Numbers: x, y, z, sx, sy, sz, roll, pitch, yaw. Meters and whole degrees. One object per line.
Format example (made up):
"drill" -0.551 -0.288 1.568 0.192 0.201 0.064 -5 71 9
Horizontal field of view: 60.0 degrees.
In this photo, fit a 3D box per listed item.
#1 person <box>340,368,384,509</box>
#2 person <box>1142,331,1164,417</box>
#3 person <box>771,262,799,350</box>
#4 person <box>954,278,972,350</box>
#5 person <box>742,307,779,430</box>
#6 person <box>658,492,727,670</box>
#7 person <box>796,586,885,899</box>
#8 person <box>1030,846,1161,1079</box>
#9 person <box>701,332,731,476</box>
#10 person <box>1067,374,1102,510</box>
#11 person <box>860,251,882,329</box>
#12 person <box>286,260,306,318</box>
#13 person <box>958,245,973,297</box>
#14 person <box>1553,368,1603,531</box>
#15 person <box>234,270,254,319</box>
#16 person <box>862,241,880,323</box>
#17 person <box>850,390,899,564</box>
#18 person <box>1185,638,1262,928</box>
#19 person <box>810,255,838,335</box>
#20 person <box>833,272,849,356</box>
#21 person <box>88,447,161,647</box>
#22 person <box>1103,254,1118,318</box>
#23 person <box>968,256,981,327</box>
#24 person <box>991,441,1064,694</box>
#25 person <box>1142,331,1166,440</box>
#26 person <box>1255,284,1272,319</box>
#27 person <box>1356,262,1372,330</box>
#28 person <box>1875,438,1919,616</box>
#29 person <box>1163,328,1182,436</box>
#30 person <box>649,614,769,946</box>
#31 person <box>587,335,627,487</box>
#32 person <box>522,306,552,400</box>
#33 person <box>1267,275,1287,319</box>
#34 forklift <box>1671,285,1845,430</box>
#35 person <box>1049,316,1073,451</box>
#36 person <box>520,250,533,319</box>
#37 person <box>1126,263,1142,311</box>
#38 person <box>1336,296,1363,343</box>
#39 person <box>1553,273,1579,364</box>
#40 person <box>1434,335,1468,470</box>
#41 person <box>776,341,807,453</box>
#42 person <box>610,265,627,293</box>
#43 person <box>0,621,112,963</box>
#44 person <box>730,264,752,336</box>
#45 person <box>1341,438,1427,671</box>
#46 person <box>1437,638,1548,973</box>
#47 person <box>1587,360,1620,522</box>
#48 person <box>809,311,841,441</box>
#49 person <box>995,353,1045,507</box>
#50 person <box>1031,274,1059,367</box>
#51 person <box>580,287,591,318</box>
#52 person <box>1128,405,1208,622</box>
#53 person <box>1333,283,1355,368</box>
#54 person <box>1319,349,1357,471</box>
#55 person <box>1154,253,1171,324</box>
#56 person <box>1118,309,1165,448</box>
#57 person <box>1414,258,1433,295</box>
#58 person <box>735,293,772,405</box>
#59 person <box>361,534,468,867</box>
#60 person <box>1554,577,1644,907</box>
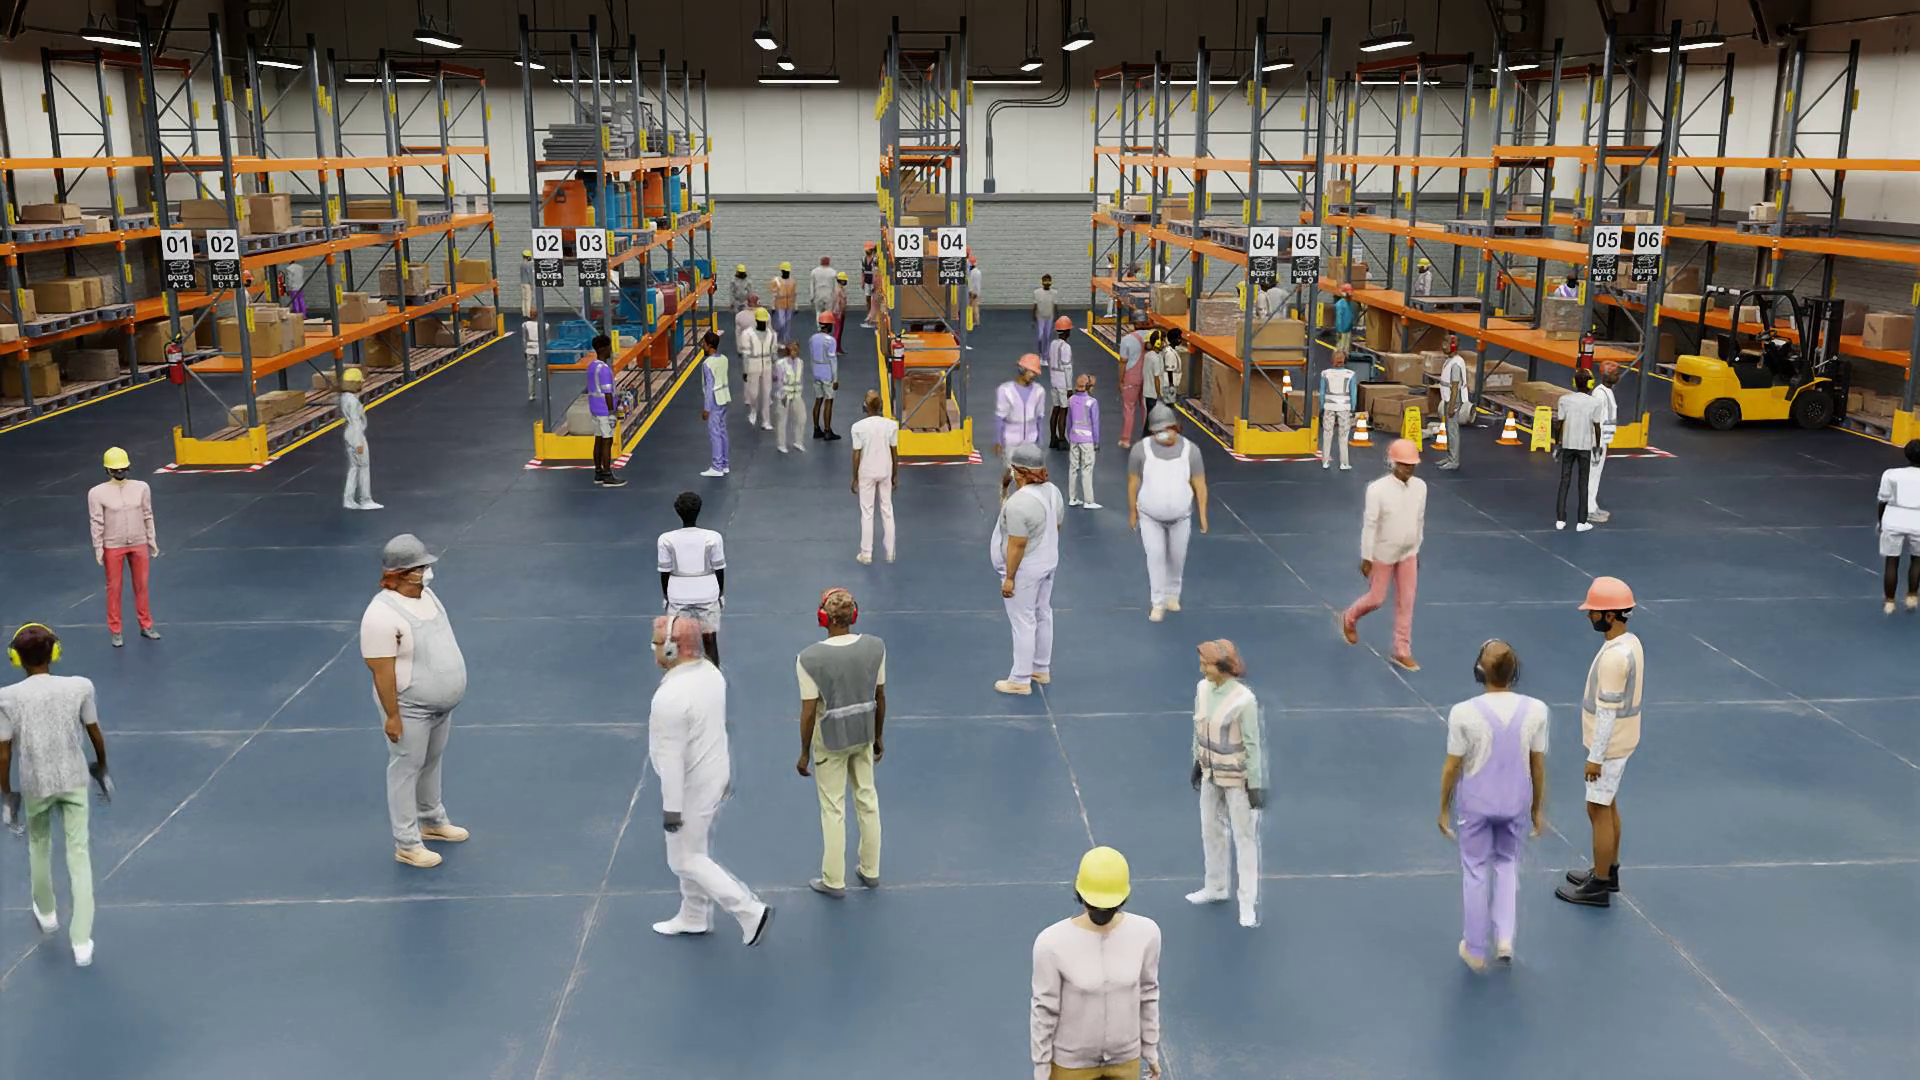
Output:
"person" -7.280 -1.208 20.050 0.477 1.736 0.502 -8 15 -30
"person" 2.747 -2.133 23.939 0.295 1.744 0.492 -4 14 -18
"person" -3.761 -5.051 35.939 0.605 1.907 0.513 -7 15 -29
"person" 0.048 -4.957 36.140 0.267 1.632 0.509 -9 16 -35
"person" -3.092 -2.667 25.839 0.592 1.908 0.464 -6 15 -24
"person" -2.095 0.456 13.073 0.533 1.698 0.318 -2 13 -8
"person" -0.679 1.185 9.664 0.564 1.846 0.391 -8 16 -32
"person" 0.530 1.997 6.399 0.531 1.765 0.327 -4 14 -15
"person" -3.265 -1.814 22.214 0.384 1.918 0.596 3 14 13
"person" 1.499 -1.191 20.175 0.312 1.639 0.512 -11 17 -39
"person" -2.042 -6.041 40.243 0.904 1.864 0.662 0 13 -1
"person" -16.623 -6.290 41.546 0.337 1.743 0.560 5 14 19
"person" 0.096 -6.078 40.067 0.462 2.028 0.612 -7 15 -27
"person" 7.059 -1.033 19.023 0.523 1.865 0.317 9 16 33
"person" -13.894 -4.253 32.405 0.406 1.989 0.622 -10 16 -35
"person" -2.238 -6.457 41.660 0.613 2.029 0.409 10 17 37
"person" -0.893 -0.648 17.461 0.525 1.846 0.436 -5 14 -20
"person" 1.520 1.358 9.424 0.329 1.625 0.575 -7 15 -28
"person" -3.095 -5.606 38.332 0.678 1.887 0.543 1 13 3
"person" -2.501 -4.768 35.082 0.351 1.759 0.523 2 13 9
"person" -7.337 0.052 14.638 0.326 1.767 0.533 13 18 43
"person" 3.913 -6.557 42.901 0.513 1.641 0.309 -12 18 -41
"person" 0.285 -6.055 40.571 0.356 1.735 0.589 -9 16 -33
"person" 0.502 0.211 13.373 0.537 2.000 0.682 8 16 31
"person" 2.692 -1.953 22.924 0.329 1.865 0.508 -3 14 -12
"person" 5.703 -4.010 31.240 0.369 2.048 0.607 2 13 7
"person" 9.685 -5.864 39.980 0.499 1.633 0.279 -9 16 -34
"person" 8.887 -0.133 15.618 0.538 1.677 0.631 8 15 30
"person" 3.158 -2.337 24.926 0.320 1.686 0.542 2 13 10
"person" -1.372 1.323 9.000 0.677 1.889 0.654 3 14 12
"person" -4.600 -1.675 21.522 0.362 1.965 0.612 -9 16 -33
"person" -7.318 -3.224 28.809 0.509 1.629 0.316 1 13 4
"person" 6.195 -4.377 33.097 0.598 1.910 0.432 -1 13 -3
"forklift" 12.503 -2.886 26.166 2.313 2.155 1.214 -1 13 -3
"person" 1.487 -2.264 24.066 0.340 1.942 0.551 -6 14 -23
"person" -11.045 -6.524 42.511 0.326 1.761 0.523 -10 17 -37
"person" 4.158 -5.910 40.210 0.398 1.619 0.508 12 18 41
"person" 8.728 -5.214 37.210 0.890 1.647 0.528 -9 16 -34
"person" 12.338 -4.491 33.736 0.621 1.838 0.429 -2 13 -8
"person" 6.714 -1.875 22.661 0.393 1.836 0.561 2 13 8
"person" -2.410 -2.031 23.778 0.509 1.621 0.582 -11 17 -40
"person" -7.807 -5.492 37.873 0.584 1.882 0.349 -12 18 -41
"person" -4.935 1.326 9.089 0.524 1.833 0.888 -7 15 -28
"person" -4.975 -5.417 37.878 0.488 1.734 0.475 -2 13 -10
"person" 3.611 0.078 14.109 0.631 1.970 0.818 -6 14 -22
"person" 2.792 1.404 8.766 0.543 1.833 0.397 0 13 -2
"person" 7.539 -1.170 19.562 0.360 1.883 0.574 7 15 27
"person" -2.002 -2.457 24.922 0.546 1.928 0.384 13 18 43
"person" 0.682 -1.198 19.431 0.636 1.998 0.651 -4 14 -16
"person" 1.720 -4.381 33.225 0.564 1.850 0.601 -1 13 -4
"person" -9.076 -6.043 40.455 0.314 1.767 0.534 -1 13 -3
"person" 1.938 -0.296 15.522 0.737 2.000 0.672 0 13 2
"person" 7.453 -4.087 32.202 0.332 1.753 0.565 10 17 36
"person" 5.126 -1.761 22.585 0.514 1.642 0.311 7 15 28
"person" 4.727 -5.849 39.410 0.600 1.877 0.455 10 17 37
"person" 2.611 -2.364 24.283 0.690 2.000 0.535 -4 14 -18
"person" 10.701 -5.587 38.413 0.404 1.824 0.591 0 13 1
"person" -3.484 -3.242 28.292 0.638 1.907 0.408 1 13 2
"person" -3.295 0.961 10.197 0.539 2.000 0.689 2 13 9
"person" 3.717 1.158 9.627 0.390 1.923 0.549 7 15 28
